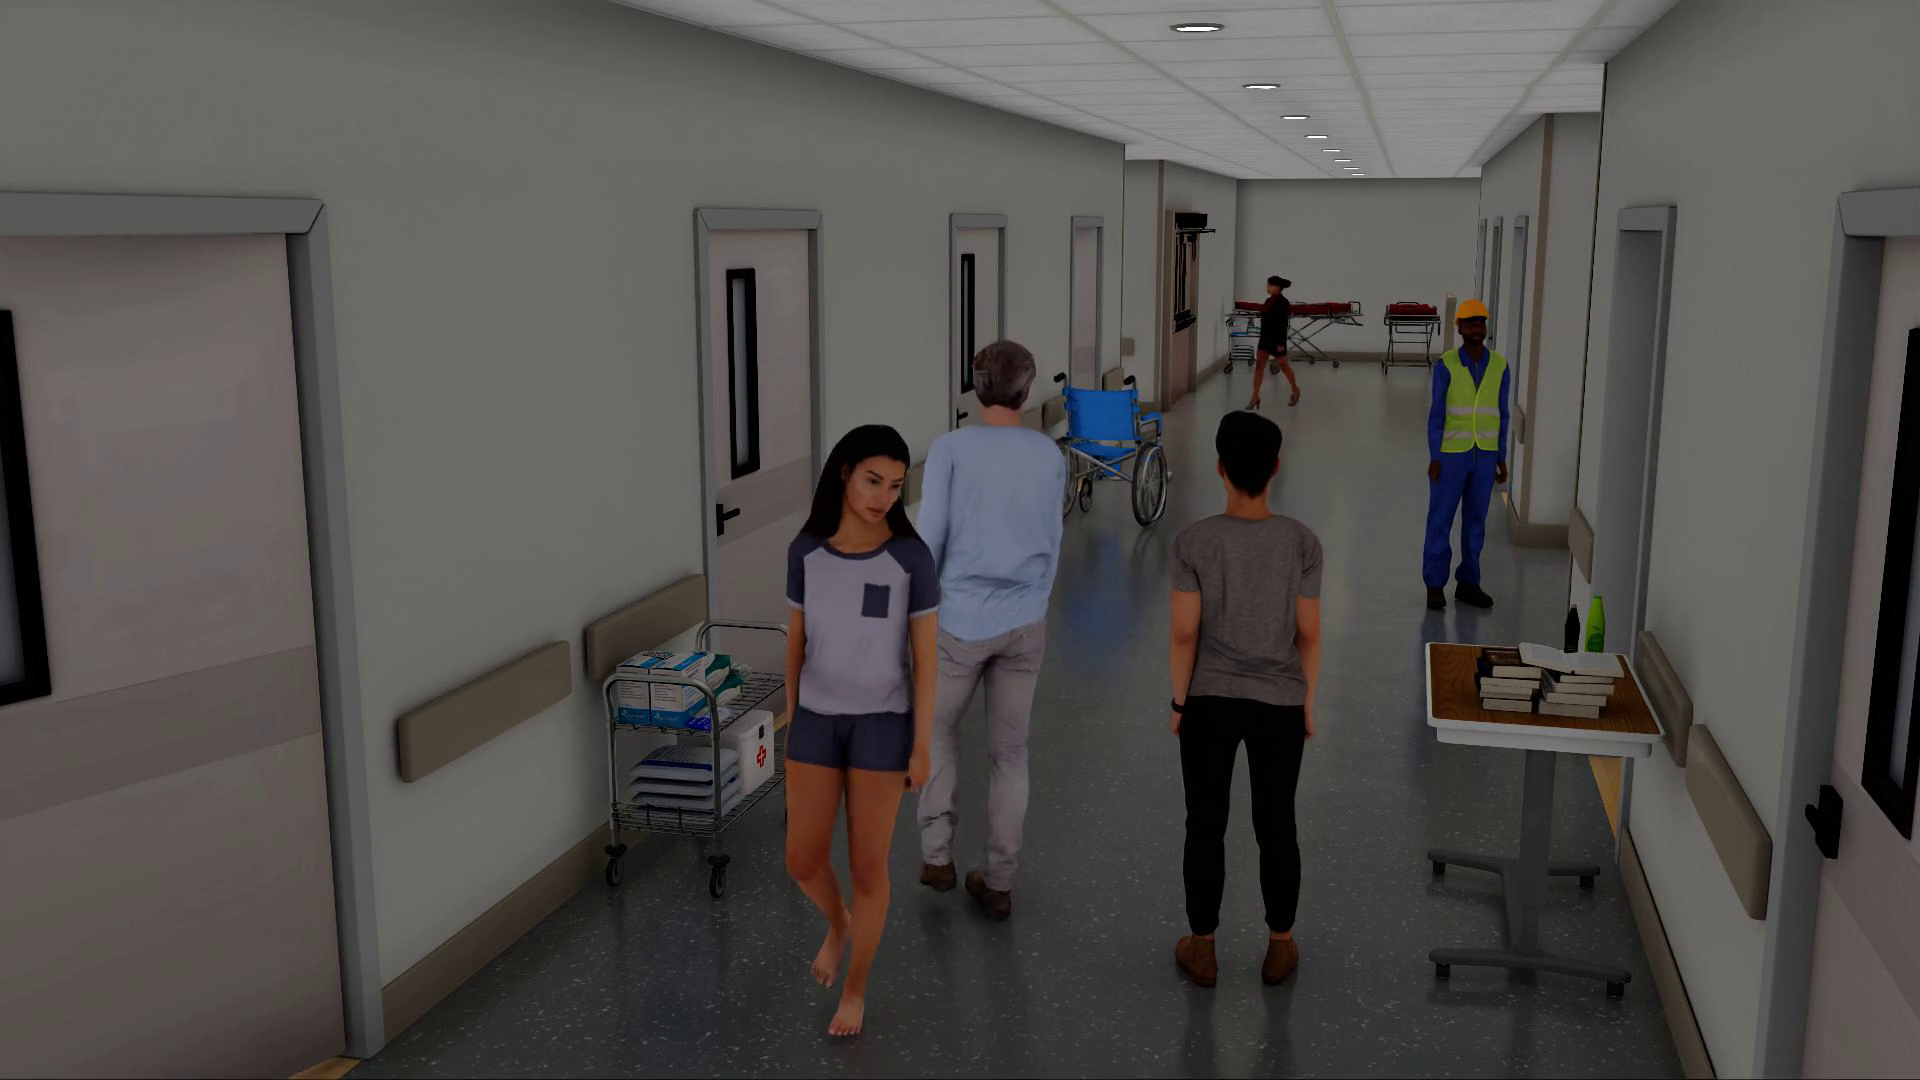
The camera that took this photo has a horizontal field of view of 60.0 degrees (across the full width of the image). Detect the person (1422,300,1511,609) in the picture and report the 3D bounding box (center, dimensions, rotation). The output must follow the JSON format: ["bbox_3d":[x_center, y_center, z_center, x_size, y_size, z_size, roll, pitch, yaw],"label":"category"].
[{"bbox_3d":[2.998,-0.513,9.863,0.744,1.813,0.720,-1,11,-7],"label":"person"}]

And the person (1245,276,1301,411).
[{"bbox_3d":[3.853,-2.349,20.102,1.063,1.602,0.988,-6,13,-31],"label":"person"}]

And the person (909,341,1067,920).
[{"bbox_3d":[0.131,0.313,5.365,0.792,1.866,0.800,-3,11,-18],"label":"person"}]

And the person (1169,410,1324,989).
[{"bbox_3d":[0.835,0.470,4.925,0.649,1.721,0.594,1,11,3],"label":"person"}]

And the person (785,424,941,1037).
[{"bbox_3d":[-0.271,0.524,4.667,0.627,1.712,0.655,2,11,11],"label":"person"}]
